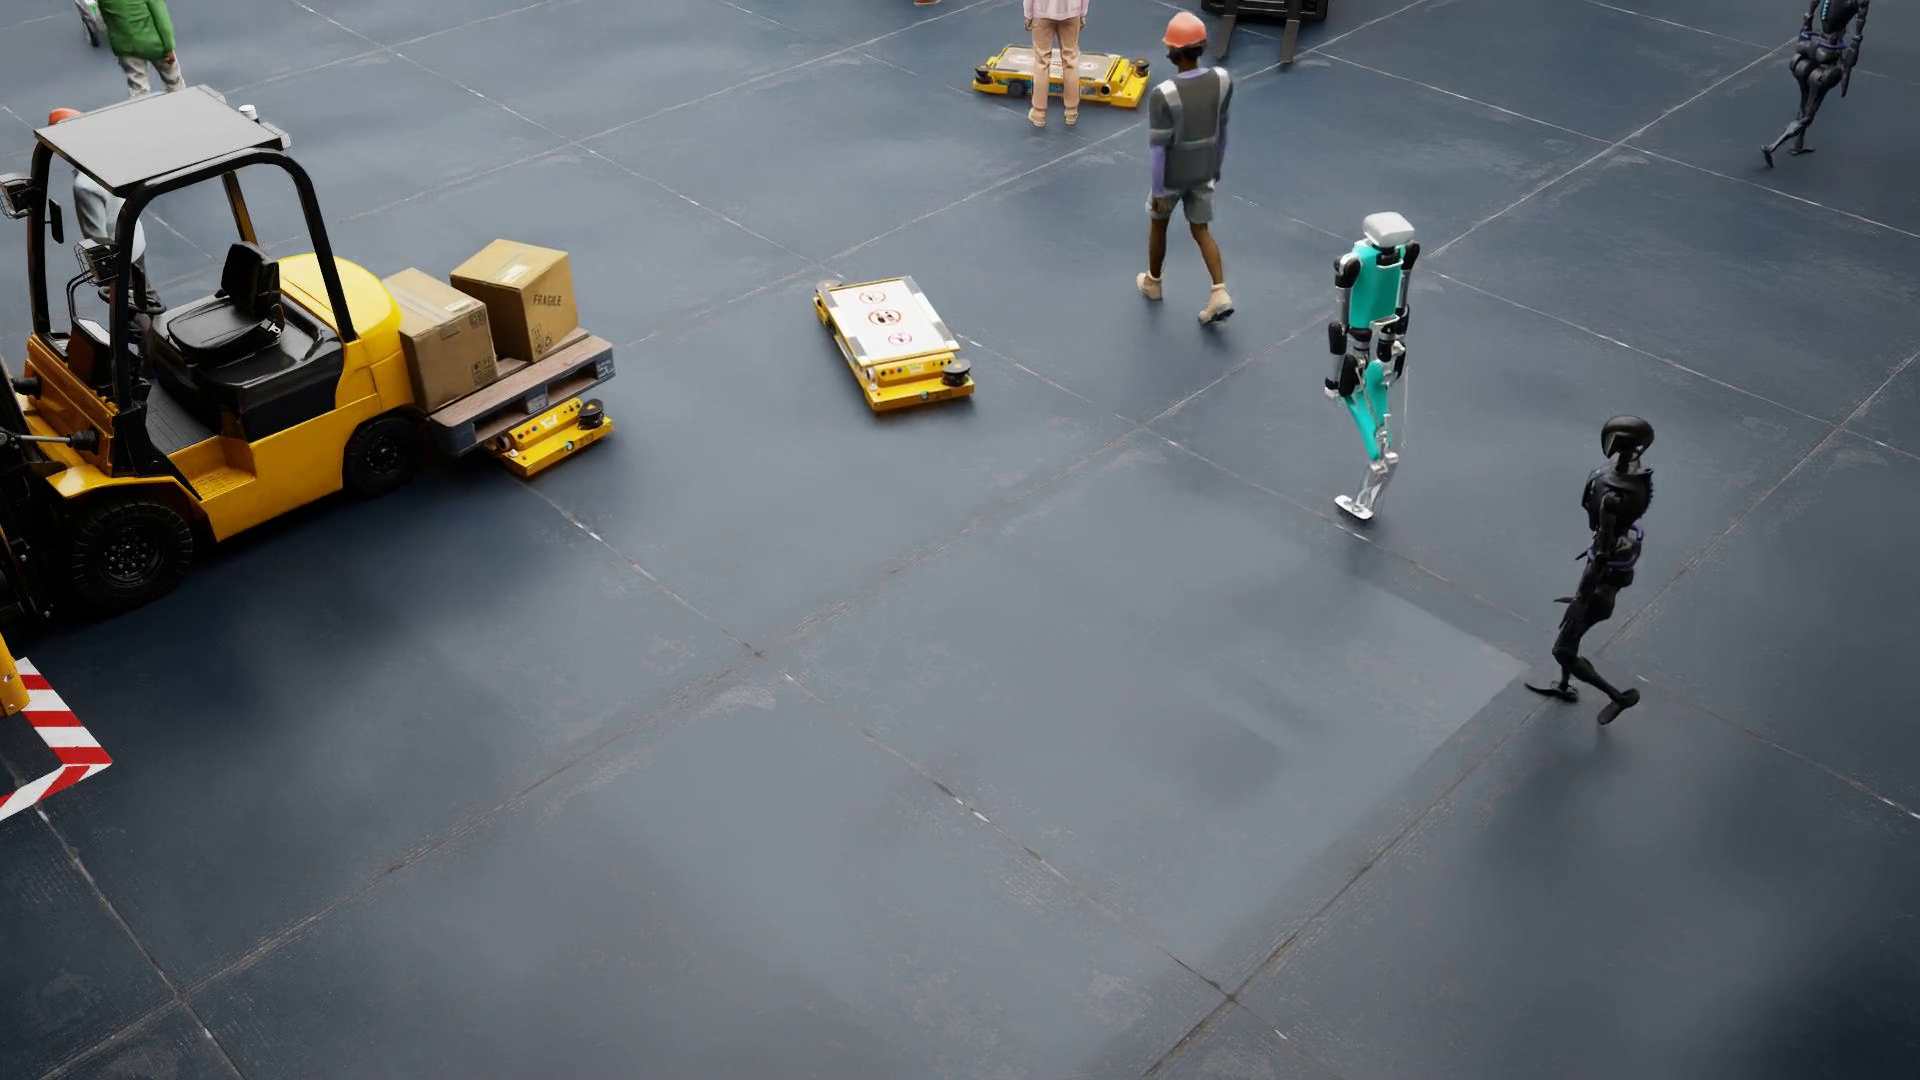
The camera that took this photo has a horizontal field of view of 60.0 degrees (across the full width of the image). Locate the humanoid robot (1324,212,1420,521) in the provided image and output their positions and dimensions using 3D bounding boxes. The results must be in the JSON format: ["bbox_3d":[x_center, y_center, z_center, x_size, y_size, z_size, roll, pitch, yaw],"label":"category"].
[{"bbox_3d":[2.281,-0.780,8.914,0.545,1.915,0.709,-21,41,-25],"label":"humanoid robot"}]

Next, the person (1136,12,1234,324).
[{"bbox_3d":[1.489,-2.348,10.692,0.620,2.014,0.879,-14,39,-18],"label":"person"}]

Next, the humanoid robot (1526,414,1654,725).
[{"bbox_3d":[3.014,0.144,7.628,0.510,1.637,0.608,16,40,21],"label":"humanoid robot"}]

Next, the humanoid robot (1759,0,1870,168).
[{"bbox_3d":[6.568,-3.696,12.796,0.718,1.637,0.589,-14,39,-18],"label":"humanoid robot"}]

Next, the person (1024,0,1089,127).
[{"bbox_3d":[0.771,-4.203,13.357,0.529,1.782,0.403,-4,37,-5],"label":"person"}]

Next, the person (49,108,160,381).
[{"bbox_3d":[-5.187,-1.803,10.183,0.351,1.739,0.572,-4,37,-5],"label":"person"}]

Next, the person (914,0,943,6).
[{"bbox_3d":[-0.390,-6.057,15.722,0.364,1.933,0.631,-18,40,-23],"label":"person"}]

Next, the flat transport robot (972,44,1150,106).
[{"bbox_3d":[0.880,-4.012,14.367,1.431,0.231,0.659,9,38,12],"label":"flat transport robot"}]

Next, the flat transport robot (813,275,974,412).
[{"bbox_3d":[-0.450,-1.309,10.749,0.659,0.231,1.431,-12,38,-15],"label":"flat transport robot"}]

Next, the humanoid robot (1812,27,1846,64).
[{"bbox_3d":[7.856,-5.106,14.672,0.599,1.638,0.669,-10,38,-13],"label":"humanoid robot"}]

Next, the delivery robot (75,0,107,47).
[{"bbox_3d":[-7.888,-4.902,15.335,0.499,0.614,0.791,-25,43,-30],"label":"delivery robot"}]

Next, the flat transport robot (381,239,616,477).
[{"bbox_3d":[-2.844,-0.841,10.123,1.431,0.231,0.659,27,44,31],"label":"flat transport robot"}]

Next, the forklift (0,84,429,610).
[{"bbox_3d":[-4.145,-1.093,8.856,2.313,2.155,1.214,-31,47,-34],"label":"forklift"}]

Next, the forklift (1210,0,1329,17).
[{"bbox_3d":[3.106,-6.400,15.960,1.214,2.155,2.313,8,37,10],"label":"forklift"}]

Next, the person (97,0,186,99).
[{"bbox_3d":[-6.399,-3.925,13.032,0.535,1.736,0.934,-6,37,-8],"label":"person"}]
